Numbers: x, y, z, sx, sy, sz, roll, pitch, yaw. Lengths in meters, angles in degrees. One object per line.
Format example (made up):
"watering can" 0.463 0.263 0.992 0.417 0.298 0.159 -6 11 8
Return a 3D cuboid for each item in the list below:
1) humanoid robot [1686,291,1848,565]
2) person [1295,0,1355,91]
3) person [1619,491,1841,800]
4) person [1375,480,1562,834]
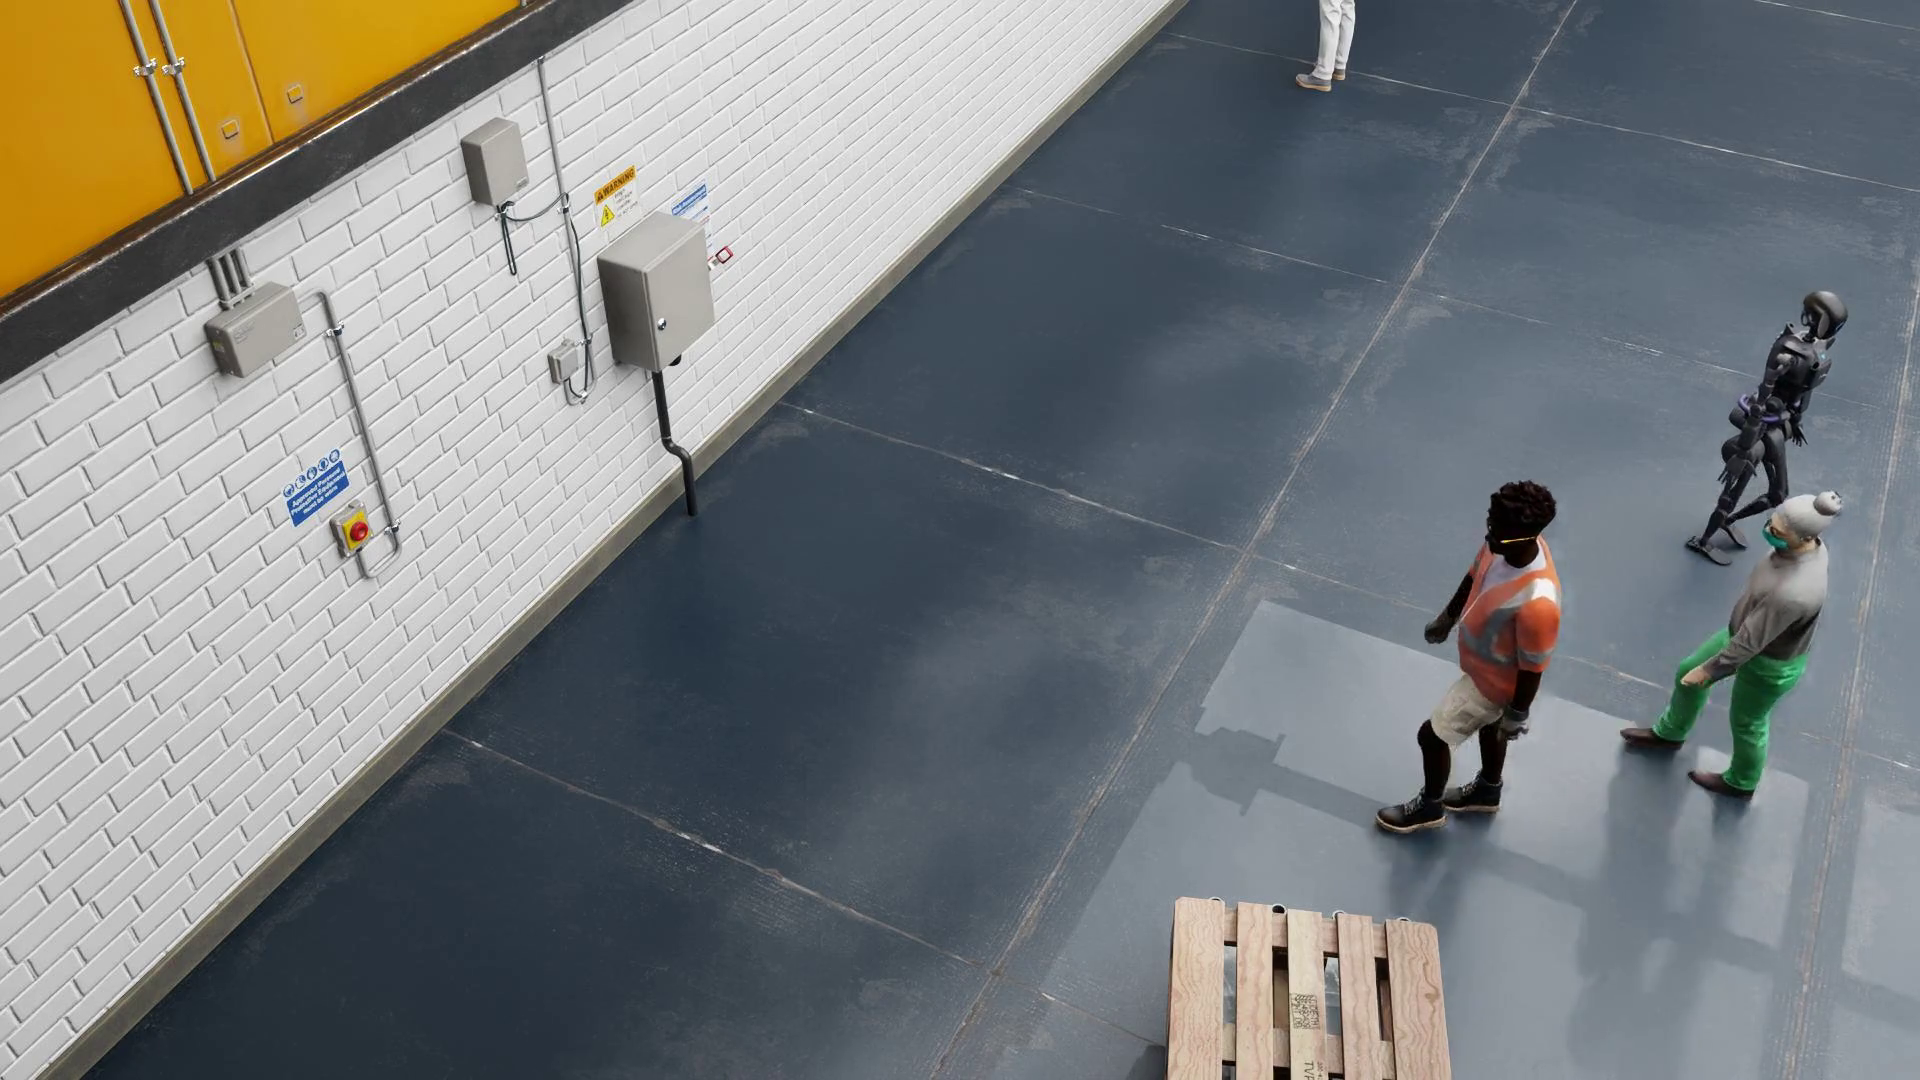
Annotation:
"humanoid robot" 4.078 -0.546 8.392 0.612 1.642 0.335 -28 48 -28
"person" 2.880 -4.360 12.655 0.362 1.886 0.574 30 49 30
"person" 3.333 0.449 7.129 0.724 1.816 0.518 12 42 13
"person" 2.141 0.506 6.972 0.726 1.936 0.629 5 41 6
